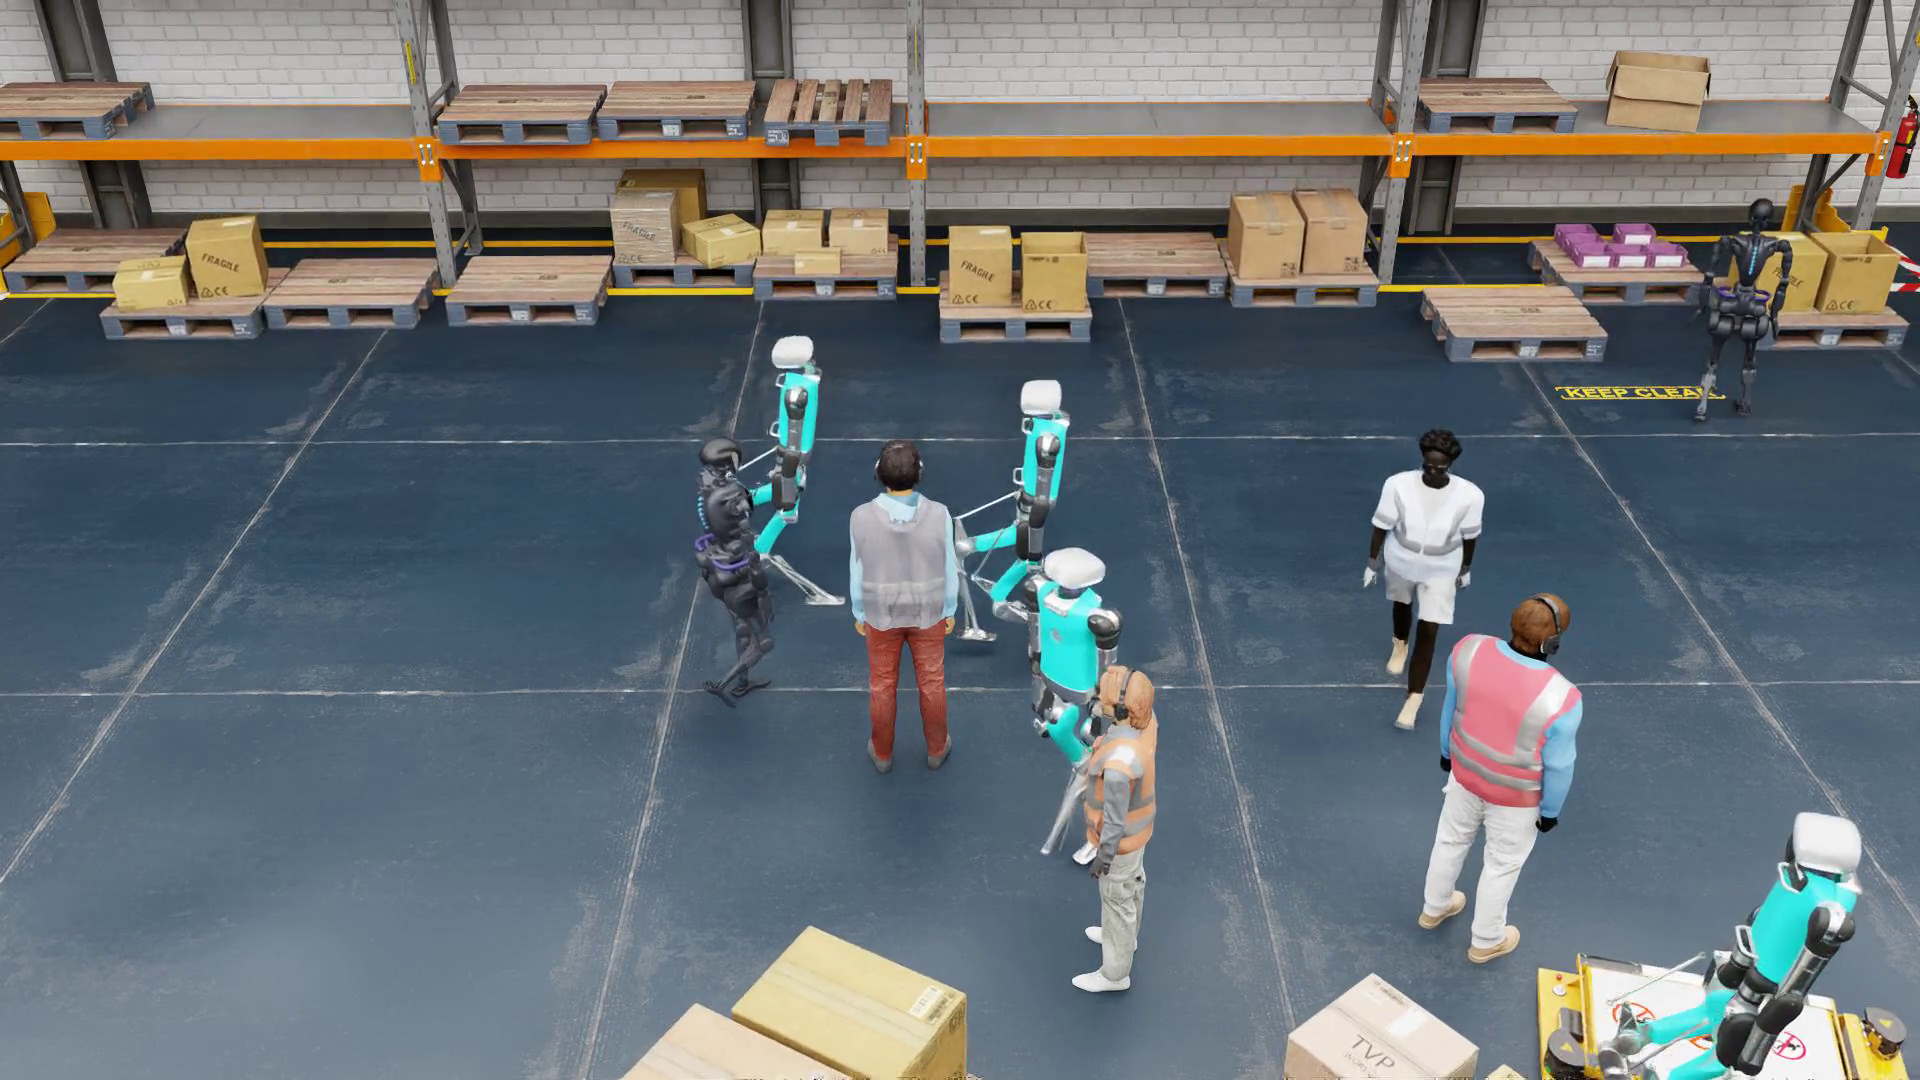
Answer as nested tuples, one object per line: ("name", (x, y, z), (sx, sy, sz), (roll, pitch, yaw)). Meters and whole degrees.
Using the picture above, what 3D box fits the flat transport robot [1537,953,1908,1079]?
("flat transport robot", (3.153, 2.122, 6.878), (1.431, 0.231, 0.659), (8, 32, 13))

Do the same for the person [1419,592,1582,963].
("person", (2.344, 1.022, 7.199), (0.431, 1.836, 0.628), (-23, 38, -33))

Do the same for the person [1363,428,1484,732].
("person", (2.422, 0.159, 8.803), (0.549, 1.646, 0.879), (13, 33, 20))

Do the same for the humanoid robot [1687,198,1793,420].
("humanoid robot", (5.503, -1.602, 11.756), (0.602, 1.646, 0.584), (10, 33, 17))

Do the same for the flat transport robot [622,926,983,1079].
("flat transport robot", (-0.530, 2.511, 6.230), (1.431, 0.231, 0.659), (17, 35, 26))

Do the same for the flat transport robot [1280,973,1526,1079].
("flat transport robot", (1.619, 2.571, 6.131), (1.431, 0.231, 0.659), (-23, 38, -33))

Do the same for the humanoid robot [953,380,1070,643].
("humanoid robot", (0.252, -0.071, 9.111), (1.020, 1.733, 0.554), (1, 31, 2))

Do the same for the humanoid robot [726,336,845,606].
("humanoid robot", (-1.215, -0.337, 9.588), (0.998, 1.775, 0.538), (0, 31, 0))

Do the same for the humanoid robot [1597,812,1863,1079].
("humanoid robot", (2.701, 1.727, 6.124), (0.788, 1.784, 0.559), (8, 32, 12))

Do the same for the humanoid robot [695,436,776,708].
("humanoid robot", (-1.238, 0.169, 8.772), (0.476, 1.645, 0.610), (-21, 37, -31))

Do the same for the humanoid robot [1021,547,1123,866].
("humanoid robot", (0.656, 0.779, 7.709), (0.702, 1.813, 0.552), (-26, 40, -36))

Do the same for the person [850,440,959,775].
("person", (-0.273, 0.364, 8.238), (0.533, 1.883, 0.410), (-2, 31, -4))

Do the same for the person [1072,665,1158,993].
("person", (0.675, 1.223, 7.042), (0.306, 1.640, 0.512), (8, 32, 14))
